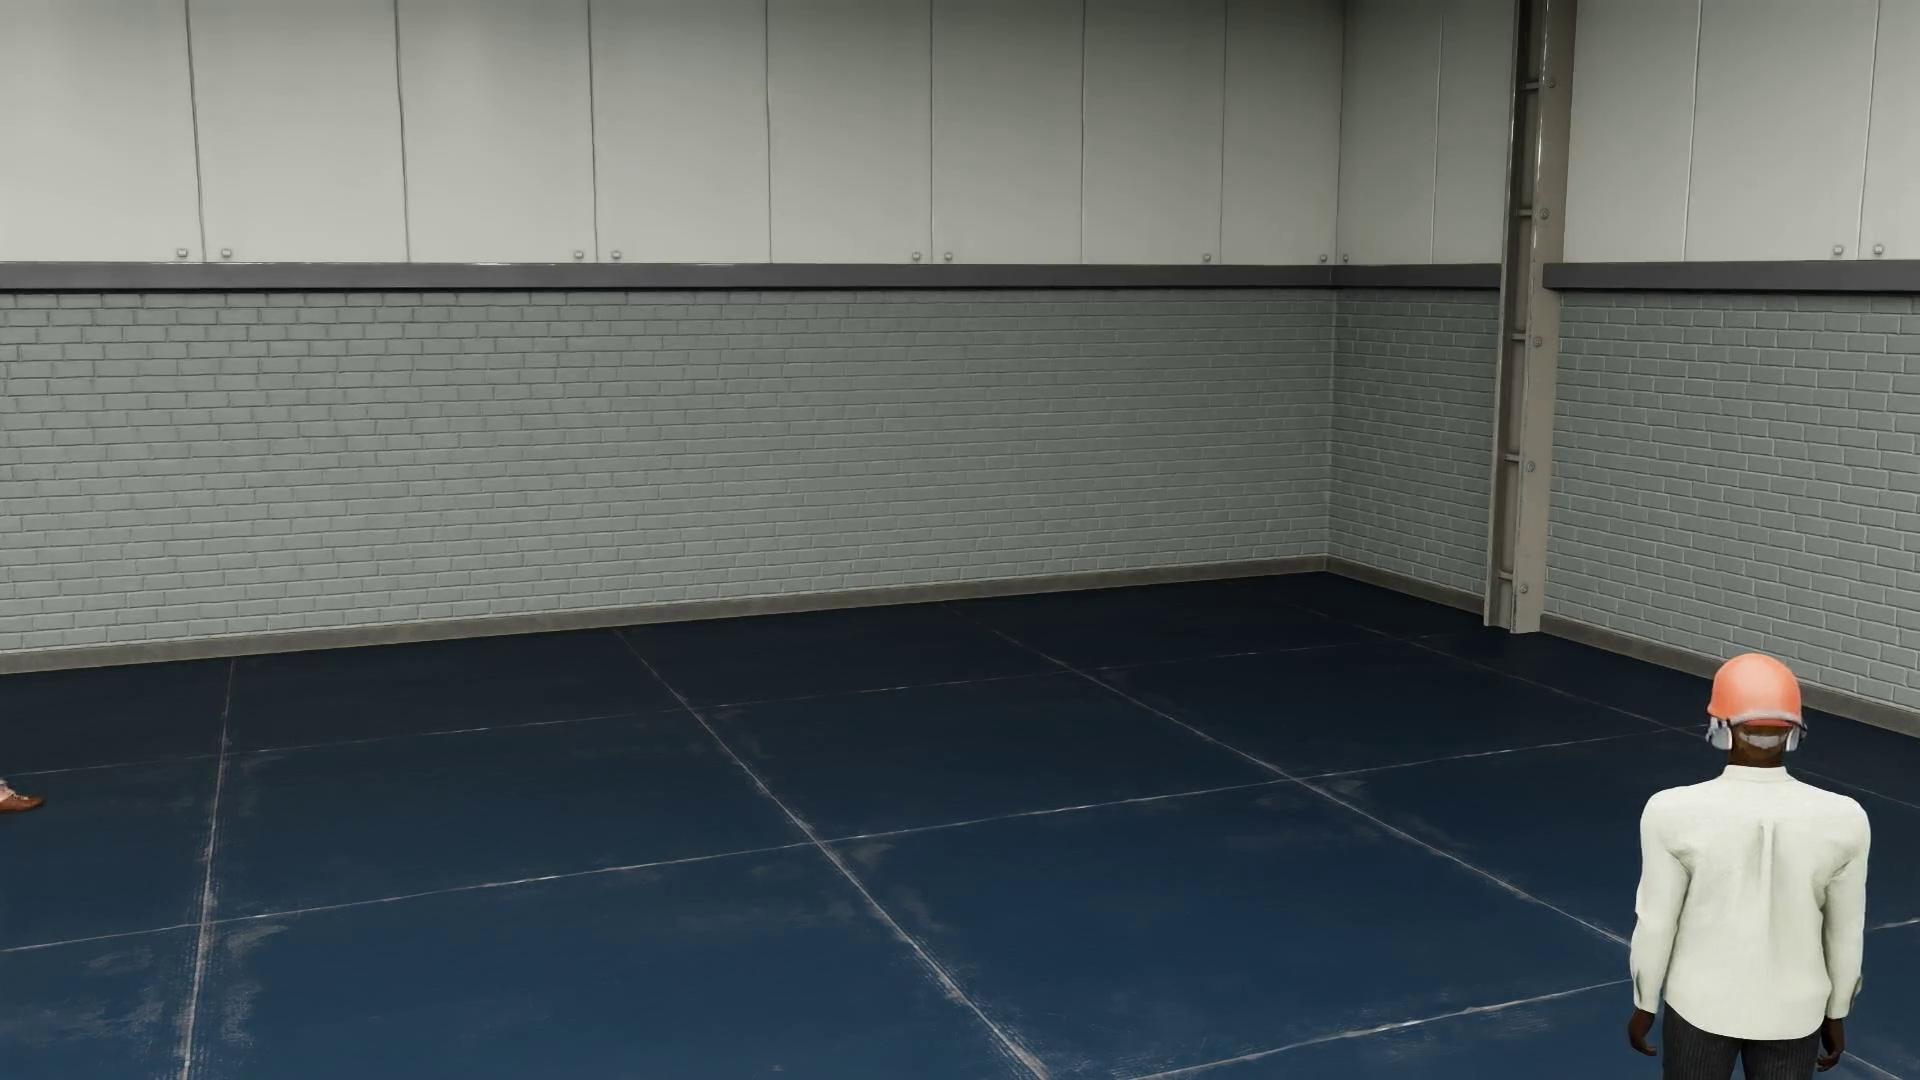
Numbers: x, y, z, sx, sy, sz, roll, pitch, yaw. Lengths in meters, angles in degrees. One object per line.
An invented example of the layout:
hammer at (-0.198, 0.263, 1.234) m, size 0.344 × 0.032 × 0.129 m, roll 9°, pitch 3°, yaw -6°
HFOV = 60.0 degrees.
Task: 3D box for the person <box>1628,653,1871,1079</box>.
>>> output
person at (2.197, 1.301, 4.688) m, size 0.611 × 1.995 × 0.376 m, roll 1°, pitch 9°, yaw 8°

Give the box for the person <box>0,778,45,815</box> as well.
person at (-5.661, 0.644, 9.212) m, size 0.823 × 1.874 × 0.667 m, roll -7°, pitch 12°, yaw -39°
